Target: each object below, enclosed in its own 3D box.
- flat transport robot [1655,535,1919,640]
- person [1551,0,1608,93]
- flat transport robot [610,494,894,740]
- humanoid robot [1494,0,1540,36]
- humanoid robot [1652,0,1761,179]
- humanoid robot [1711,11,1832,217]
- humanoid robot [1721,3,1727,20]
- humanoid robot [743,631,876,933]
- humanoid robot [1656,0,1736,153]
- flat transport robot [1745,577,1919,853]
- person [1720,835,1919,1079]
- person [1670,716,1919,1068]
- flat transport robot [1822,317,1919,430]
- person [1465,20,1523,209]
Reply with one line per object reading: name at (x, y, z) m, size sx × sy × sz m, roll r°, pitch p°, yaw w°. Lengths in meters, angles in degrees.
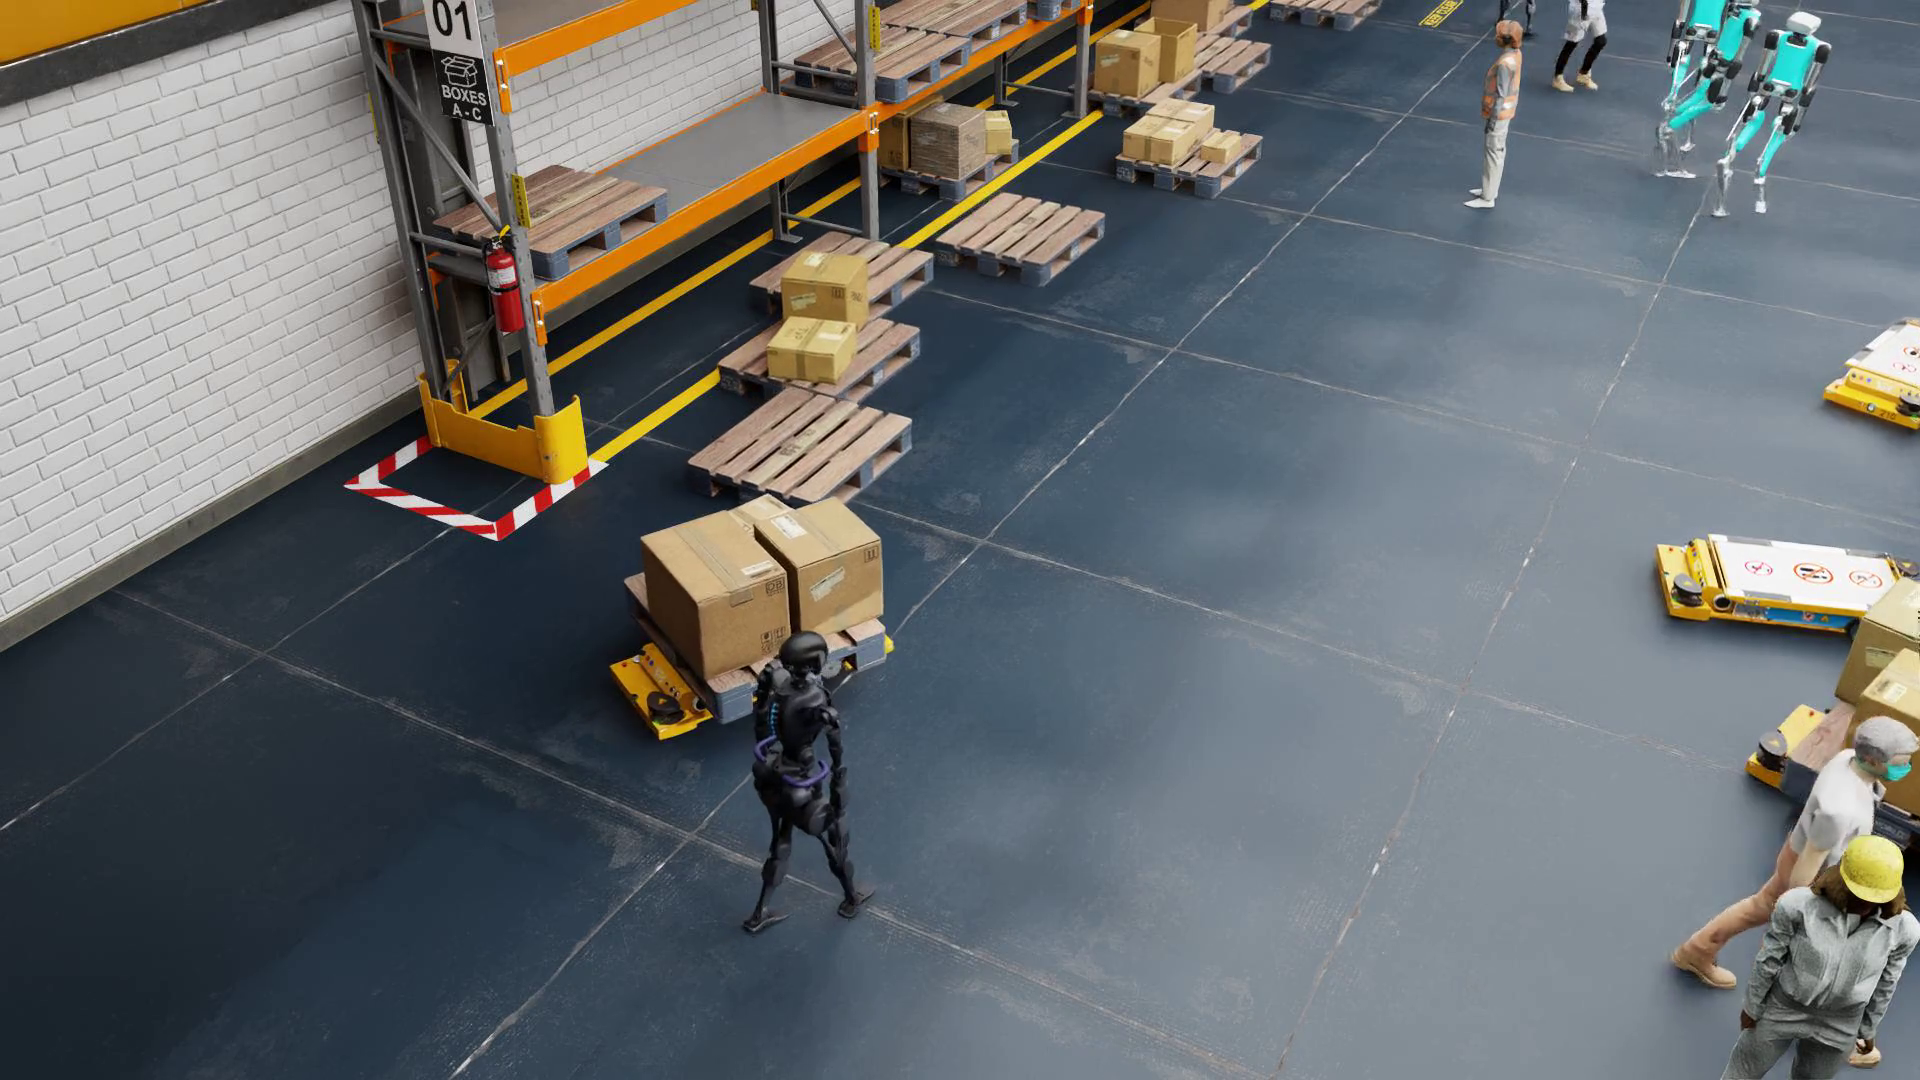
flat transport robot at (4.873, 0.280, 9.724) m, size 1.431 × 0.231 × 0.659 m, roll 7°, pitch 34°, yaw 10°
person at (6.449, -5.391, 17.029) m, size 0.539 × 1.668 × 0.550 m, roll -28°, pitch 42°, yaw -35°
flat transport robot at (-1.147, 0.623, 9.205) m, size 1.431 × 0.231 × 0.659 m, roll -20°, pitch 38°, yaw -27°
humanoid robot at (6.390, -6.531, 18.772) m, size 0.609 × 1.630 × 0.711 m, roll -4°, pitch 34°, yaw -7°
humanoid robot at (6.642, -4.075, 15.019) m, size 0.735 × 1.798 × 0.531 m, roll 3°, pitch 34°, yaw 4°
humanoid robot at (6.881, -3.555, 14.214) m, size 0.575 × 1.787 × 0.884 m, roll 26°, pitch 41°, yaw 33°
humanoid robot at (9.067, -6.866, 19.277) m, size 0.609 × 1.627 × 0.643 m, roll 16°, pitch 37°, yaw 23°
humanoid robot at (-0.707, 1.052, 7.314) m, size 0.614 × 1.640 × 0.648 m, roll 29°, pitch 43°, yaw 36°
humanoid robot at (6.818, -4.454, 15.466) m, size 0.531 × 1.691 × 0.720 m, roll 17°, pitch 37°, yaw 24°
flat transport robot at (4.740, 1.274, 8.221) m, size 0.659 × 0.231 × 1.431 m, roll -28°, pitch 43°, yaw -36°
person at (3.148, 1.758, 6.151) m, size 0.489 × 1.743 × 0.293 m, roll 8°, pitch 34°, yaw 11°
person at (3.504, 1.348, 6.815) m, size 0.884 × 1.698 × 0.512 m, roll 19°, pitch 38°, yaw 26°
flat transport robot at (6.862, -1.218, 11.991) m, size 1.431 × 0.231 × 0.659 m, roll -28°, pitch 43°, yaw -35°
person at (4.688, -3.710, 14.517) m, size 0.308 × 1.636 × 0.522 m, roll 14°, pitch 36°, yaw 20°
